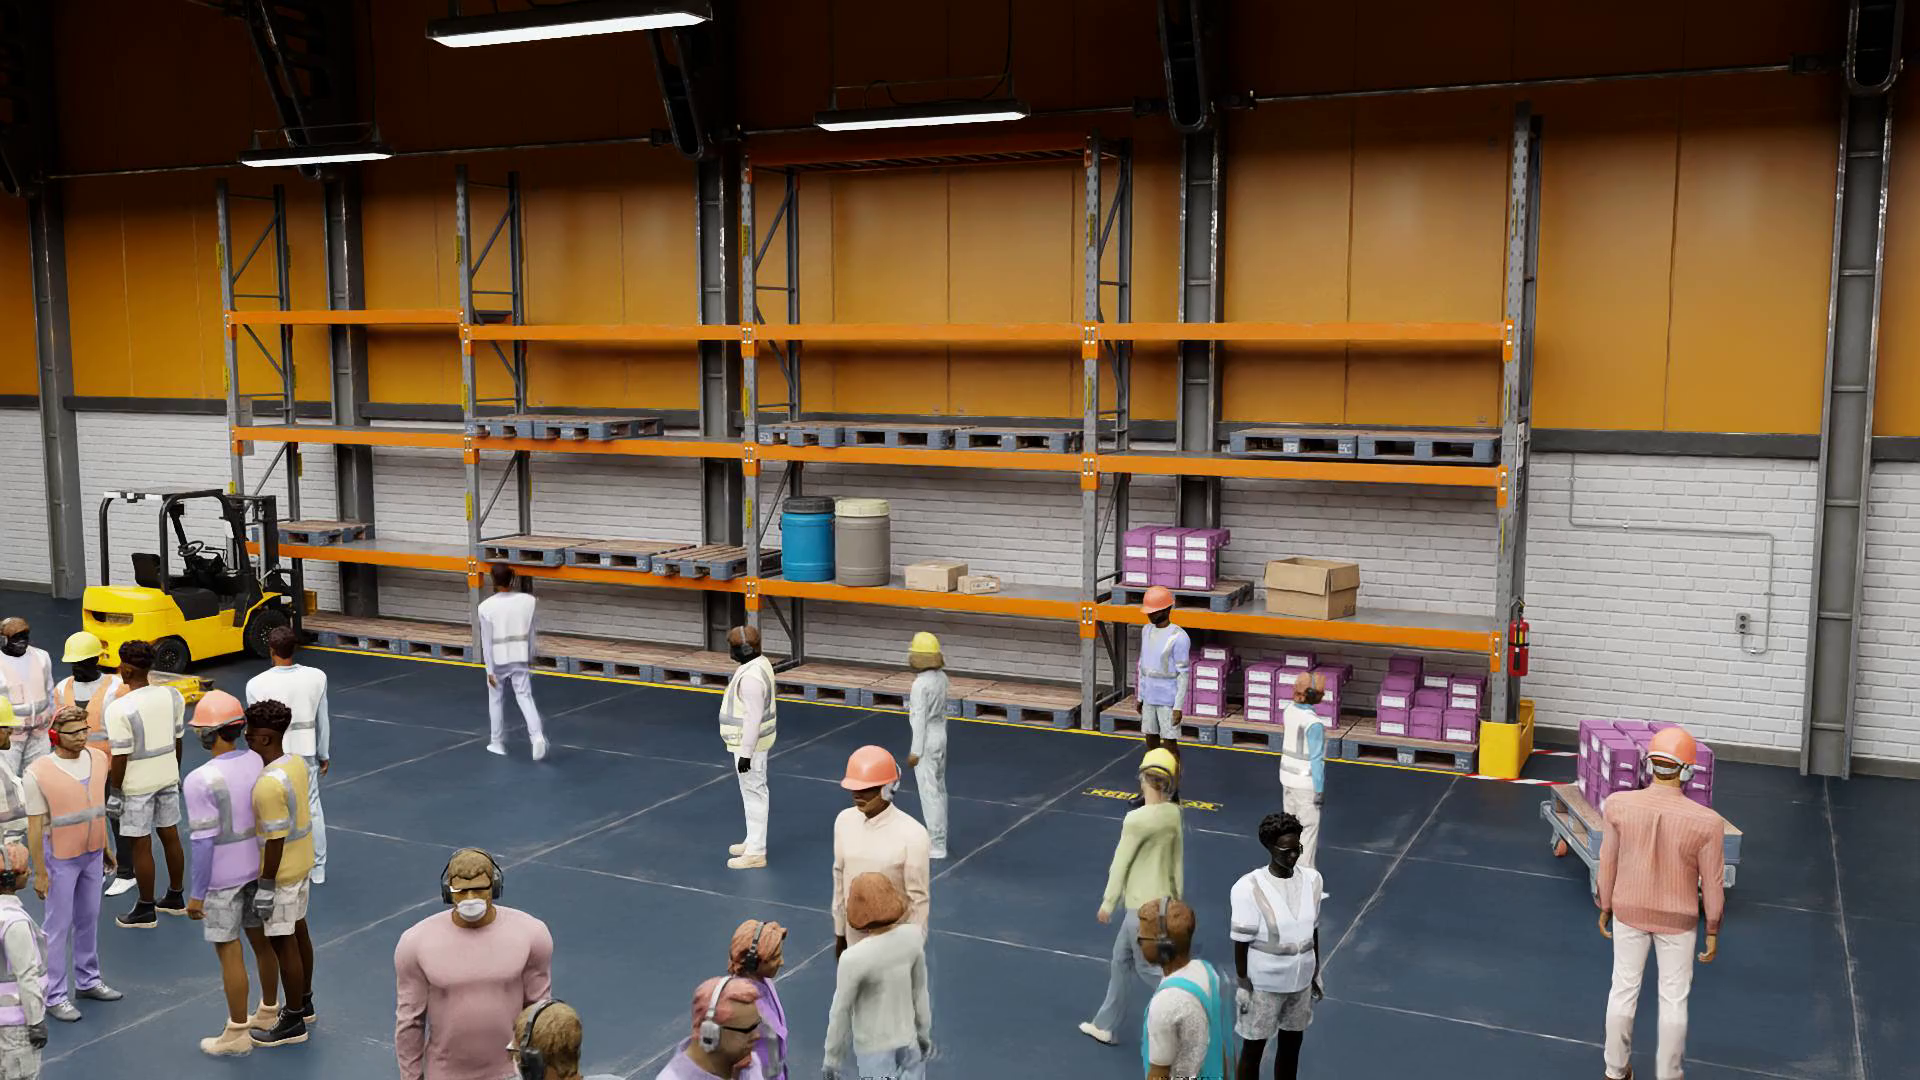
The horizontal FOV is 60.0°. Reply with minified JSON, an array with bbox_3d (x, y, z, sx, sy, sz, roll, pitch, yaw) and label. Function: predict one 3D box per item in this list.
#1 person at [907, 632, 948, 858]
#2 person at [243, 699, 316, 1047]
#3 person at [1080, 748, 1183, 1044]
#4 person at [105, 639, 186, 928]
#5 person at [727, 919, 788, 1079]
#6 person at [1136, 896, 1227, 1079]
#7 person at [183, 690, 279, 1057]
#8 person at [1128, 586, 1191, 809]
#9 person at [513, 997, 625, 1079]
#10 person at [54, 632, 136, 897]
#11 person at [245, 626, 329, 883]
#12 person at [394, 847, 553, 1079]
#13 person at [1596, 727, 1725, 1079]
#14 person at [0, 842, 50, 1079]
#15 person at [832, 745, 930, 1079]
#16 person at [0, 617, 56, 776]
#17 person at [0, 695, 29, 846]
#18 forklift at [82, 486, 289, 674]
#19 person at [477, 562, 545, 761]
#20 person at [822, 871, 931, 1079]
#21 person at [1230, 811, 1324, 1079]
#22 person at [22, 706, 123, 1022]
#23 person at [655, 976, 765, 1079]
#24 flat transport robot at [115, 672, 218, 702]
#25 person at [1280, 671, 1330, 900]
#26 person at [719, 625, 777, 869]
[{"bbox_3d":[-0.248,1.572,12.822,0.344,1.748,0.491,3,7,22],"label":"person"},{"bbox_3d":[-3.865,1.867,9.434,0.366,1.967,0.603,-1,7,-8],"label":"person"},{"bbox_3d":[1.062,2.018,9.292,0.795,1.693,0.526,3,8,26],"label":"person"},{"bbox_3d":[-5.534,1.642,11.297,0.368,1.966,0.602,2,7,20],"label":"person"},{"bbox_3d":[-0.849,2.347,6.842,0.324,1.631,0.524,0,7,-1],"label":"person"},{"bbox_3d":[0.880,2.299,6.639,0.986,1.795,0.510,3,8,25],"label":"person"},{"bbox_3d":[-4.078,1.849,9.271,0.397,2.043,0.609,2,7,18],"label":"person"},{"bbox_3d":[1.674,1.335,13.989,0.372,1.928,0.543,-5,9,-36],"label":"person"},{"bbox_3d":[-1.250,2.393,5.265,0.384,1.930,0.634,3,8,26],"label":"person"},{"bbox_3d":[-6.188,1.597,11.893,0.581,1.919,0.402,1,7,5],"label":"person"},{"bbox_3d":[-4.844,1.576,12.035,0.374,1.917,0.596,6,9,42],"label":"person"},{"bbox_3d":[-1.972,2.199,6.805,0.632,1.940,0.372,-3,7,-20],"label":"person"},{"bbox_3d":[3.643,1.954,8.665,0.626,1.982,0.403,5,8,34],"label":"person"},{"bbox_3d":[-4.437,2.228,7.791,0.513,1.641,0.307,5,9,38],"label":"person"},{"bbox_3d":[-0.412,1.995,8.301,0.617,1.990,0.405,6,9,39],"label":"person"},{"bbox_3d":[-7.335,1.506,12.965,0.429,1.835,0.623,4,8,31],"label":"person"},{"bbox_3d":[-5.923,1.848,10.204,0.403,1.819,0.601,-4,8,-30],"label":"person"},{"bbox_3d":[-9.426,0.454,20.179,1.214,2.155,2.313,3,8,26],"label":"forklift"},{"bbox_3d":[-4.244,1.146,15.736,0.585,1.894,0.897,-5,9,-36],"label":"person"},{"bbox_3d":[-0.392,2.282,7.565,0.857,1.582,0.509,6,9,39],"label":"person"},{"bbox_3d":[1.558,2.157,8.145,0.539,1.696,0.317,-4,8,-27],"label":"person"},{"bbox_3d":[-5.255,1.880,9.825,0.371,1.843,0.572,2,7,16],"label":"person"},{"bbox_3d":[-0.813,2.376,5.542,0.406,1.896,0.641,3,8,24],"label":"person"},{"bbox_3d":[-8.976,1.623,18.395,1.431,0.197,0.652,4,8,27],"label":"flat transport robot"},{"bbox_3d":[2.444,1.742,11.857,0.315,1.631,0.532,-2,7,-14],"label":"person"},{"bbox_3d":[-1.603,1.550,12.585,0.429,1.840,0.624,0,7,-3],"label":"person"}]
